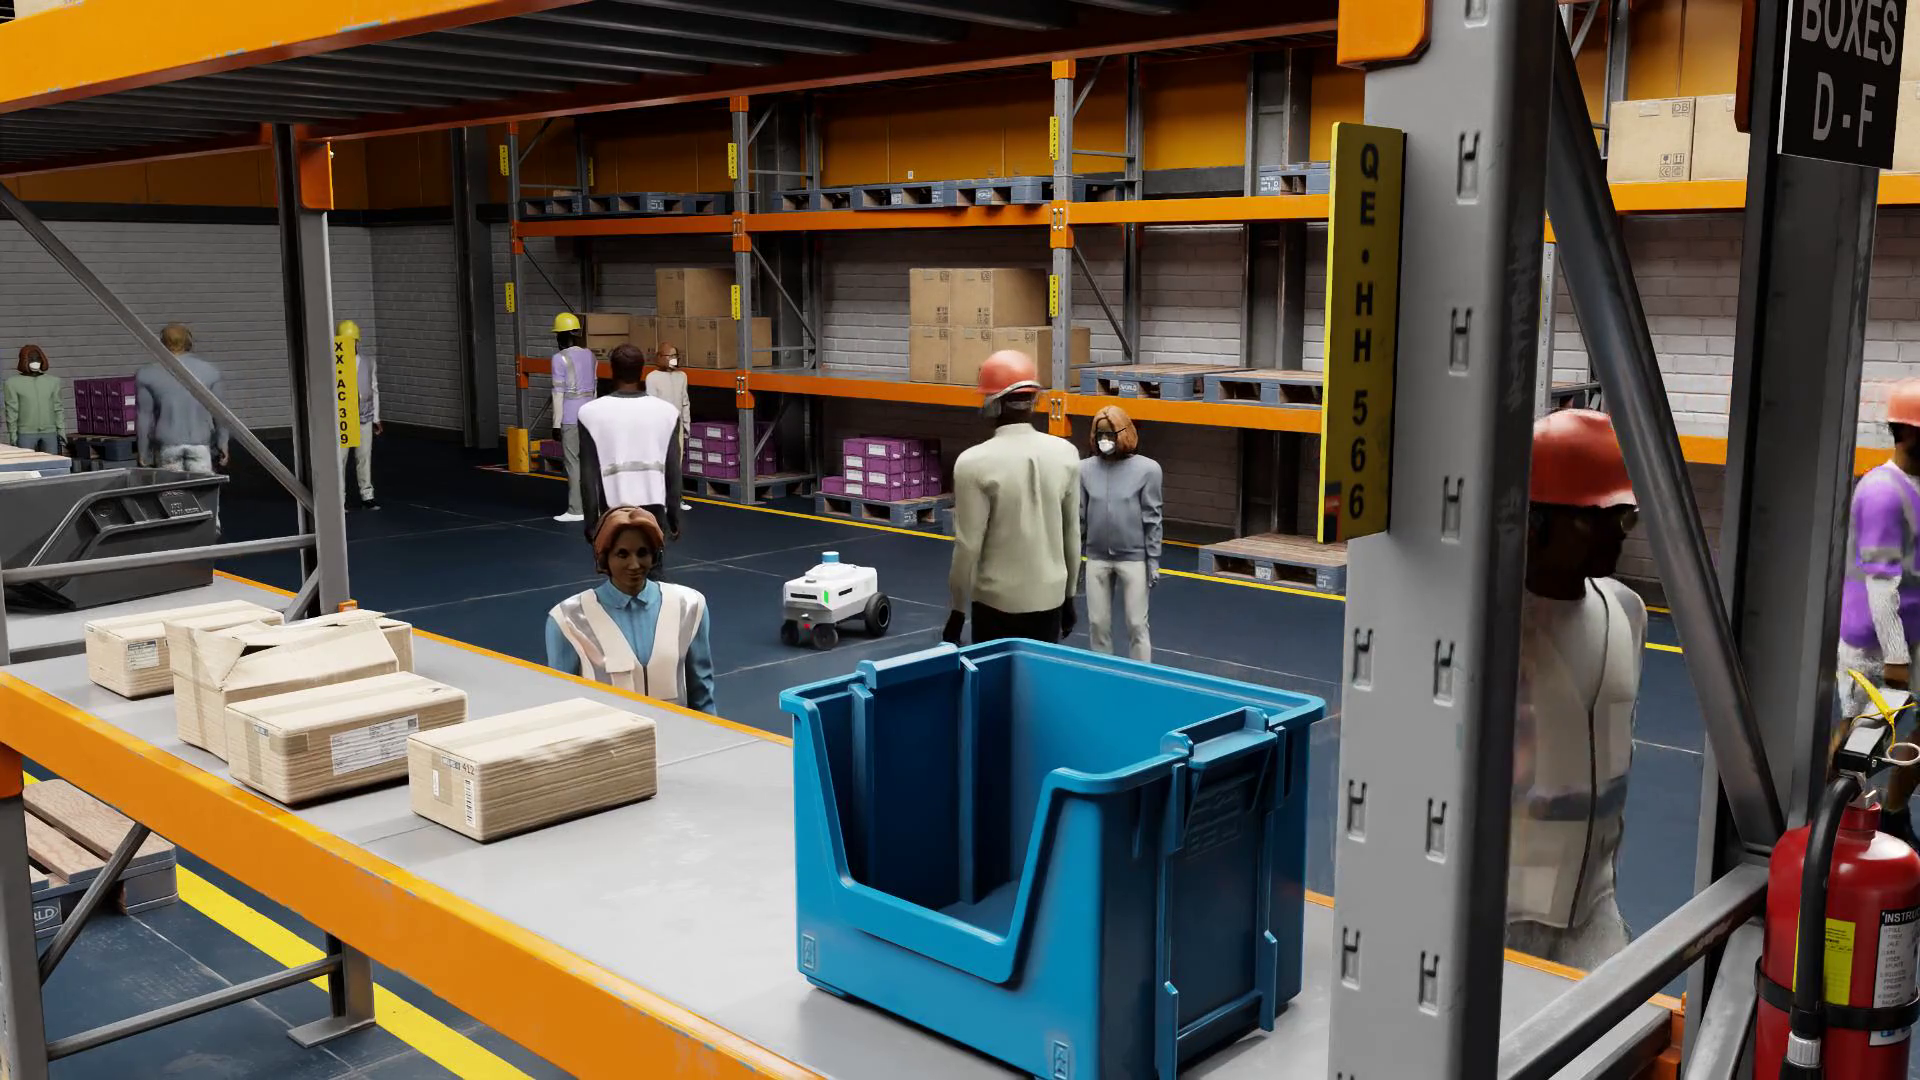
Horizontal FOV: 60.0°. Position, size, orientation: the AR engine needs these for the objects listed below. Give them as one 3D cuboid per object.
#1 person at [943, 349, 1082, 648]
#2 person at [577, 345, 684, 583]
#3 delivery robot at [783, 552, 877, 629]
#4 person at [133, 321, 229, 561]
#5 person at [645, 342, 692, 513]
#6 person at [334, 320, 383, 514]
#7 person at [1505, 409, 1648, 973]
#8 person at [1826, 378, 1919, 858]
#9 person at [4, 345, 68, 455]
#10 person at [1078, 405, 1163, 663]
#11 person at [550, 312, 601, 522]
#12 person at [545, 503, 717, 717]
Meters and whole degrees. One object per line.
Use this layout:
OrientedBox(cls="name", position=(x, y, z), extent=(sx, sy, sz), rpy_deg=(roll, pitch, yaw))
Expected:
OrientedBox(cls="person", position=(0.219, 0.224, 6.779), extent=(0.624, 1.991, 0.397), rpy_deg=(-6, 11, -34))
OrientedBox(cls="person", position=(-1.882, -0.163, 9.537), extent=(0.590, 1.876, 0.652), rpy_deg=(-5, 10, -28))
OrientedBox(cls="delivery robot", position=(-0.801, 0.317, 10.324), extent=(0.477, 0.478, 0.707), rpy_deg=(4, 10, 24))
OrientedBox(cls="person", position=(-5.978, -0.723, 12.830), extent=(0.657, 1.916, 0.617), rpy_deg=(-6, 11, -34))
OrientedBox(cls="person", position=(-2.774, -1.071, 15.853), extent=(0.281, 1.625, 0.497), rpy_deg=(8, 12, 41))
OrientedBox(cls="person", position=(-5.797, -1.169, 15.819), extent=(0.622, 1.830, 0.403), rpy_deg=(-9, 13, -44))
OrientedBox(cls="person", position=(1.216, 0.737, 3.510), extent=(0.606, 2.030, 0.427), rpy_deg=(-4, 10, -24))
OrientedBox(cls="person", position=(3.541, 0.350, 6.232), extent=(0.578, 1.915, 0.617), rpy_deg=(-9, 13, -43))
OrientedBox(cls="person", position=(-8.384, -0.956, 15.121), extent=(0.281, 1.633, 0.501), rpy_deg=(8, 12, 40))
OrientedBox(cls="person", position=(0.800, 0.115, 8.586), extent=(0.509, 1.623, 0.285), rpy_deg=(4, 10, 23))
OrientedBox(cls="person", position=(-3.563, -1.126, 15.306), extent=(0.402, 1.919, 0.588), rpy_deg=(4, 10, 24))
OrientedBox(cls="person", position=(-0.974, 0.700, 4.969), extent=(0.515, 1.634, 0.311), rpy_deg=(-5, 11, -28))
